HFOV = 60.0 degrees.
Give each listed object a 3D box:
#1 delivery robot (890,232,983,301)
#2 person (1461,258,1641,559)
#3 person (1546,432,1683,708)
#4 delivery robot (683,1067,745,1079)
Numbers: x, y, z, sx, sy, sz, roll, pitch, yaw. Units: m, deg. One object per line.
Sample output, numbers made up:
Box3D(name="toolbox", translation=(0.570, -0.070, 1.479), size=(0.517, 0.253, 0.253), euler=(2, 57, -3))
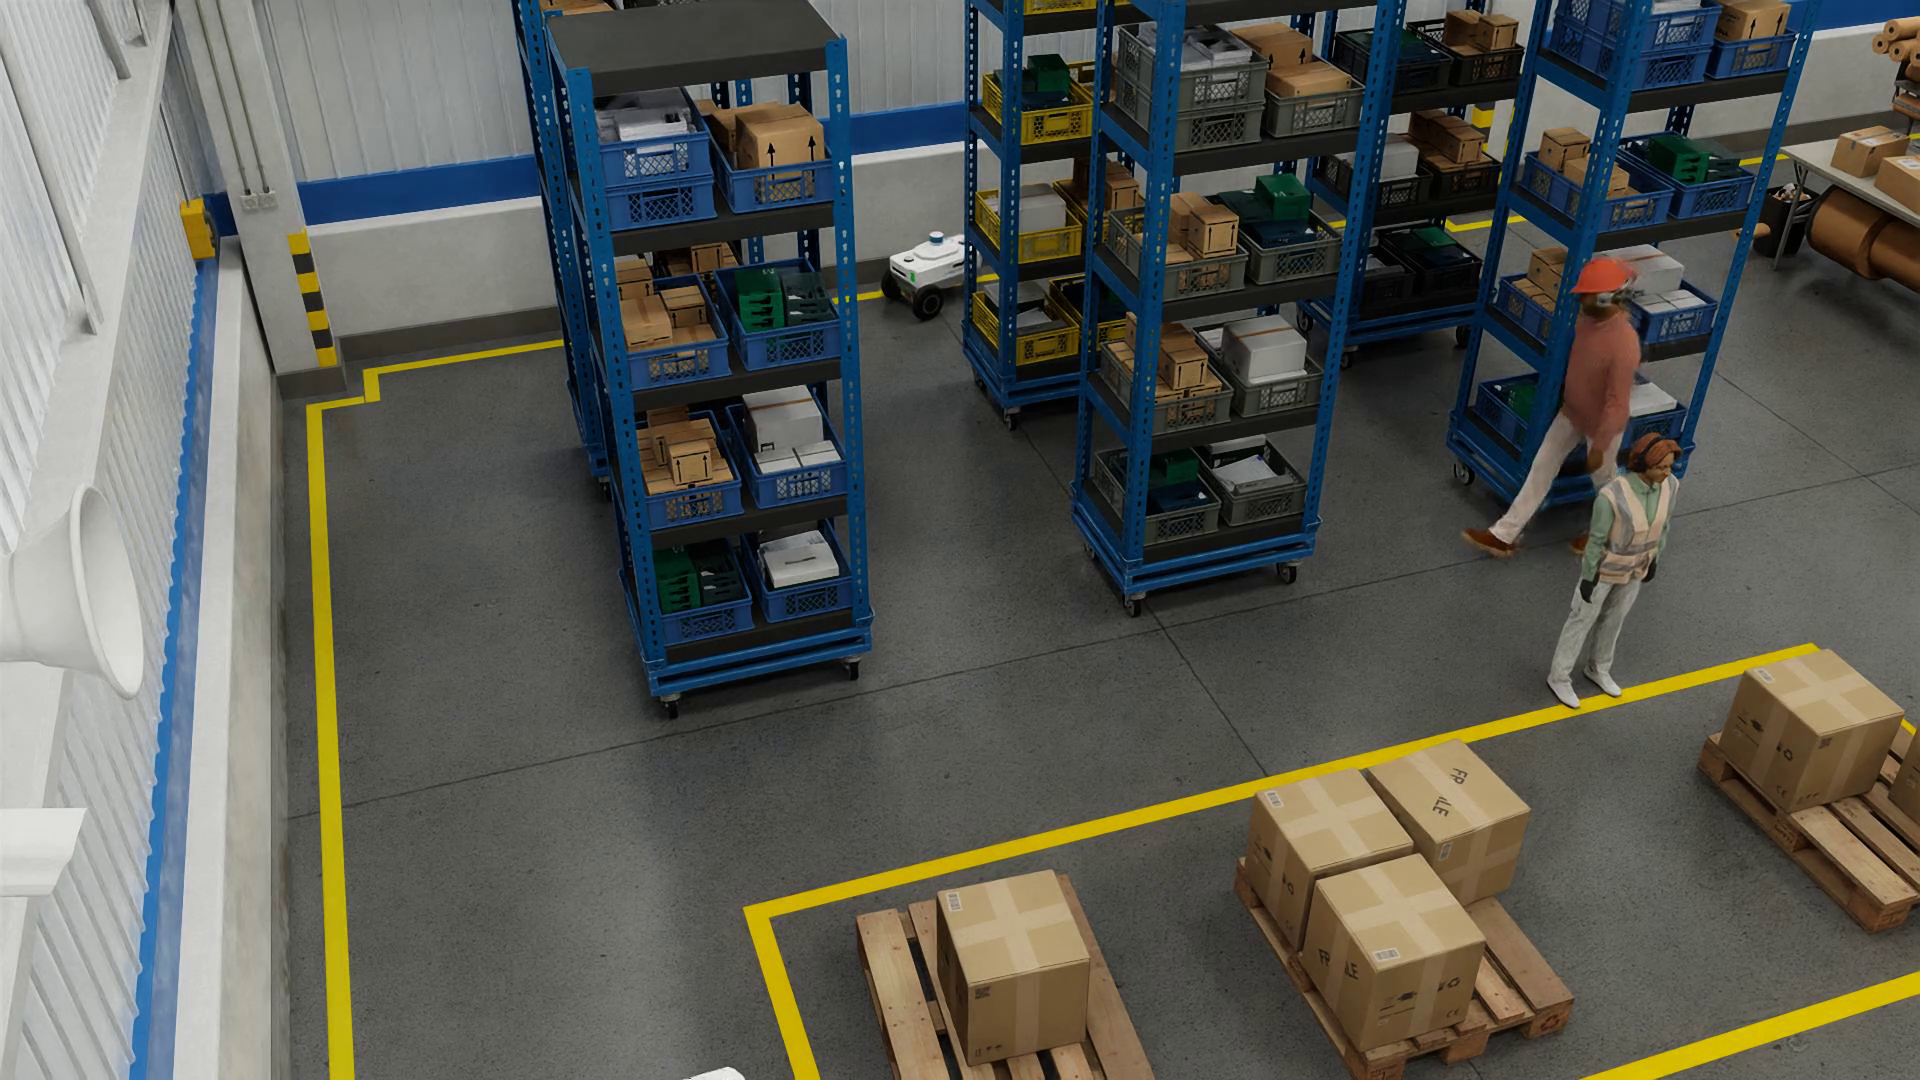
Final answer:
Box3D(name="delivery robot", translation=(-0.174, -2.114, 12.707), size=(0.707, 0.478, 0.477), euler=(-23, 41, -29))
Box3D(name="person", translation=(3.552, -0.690, 9.586), size=(1.025, 1.911, 0.652), euler=(-8, 36, -11))
Box3D(name="person", translation=(3.416, 0.150, 8.648), size=(0.518, 1.632, 0.313), euler=(-14, 38, -19))
Box3D(name="delivery robot", translation=(-0.912, 2.378, 6.337), size=(0.477, 0.478, 0.707), euler=(-11, 37, -16))
